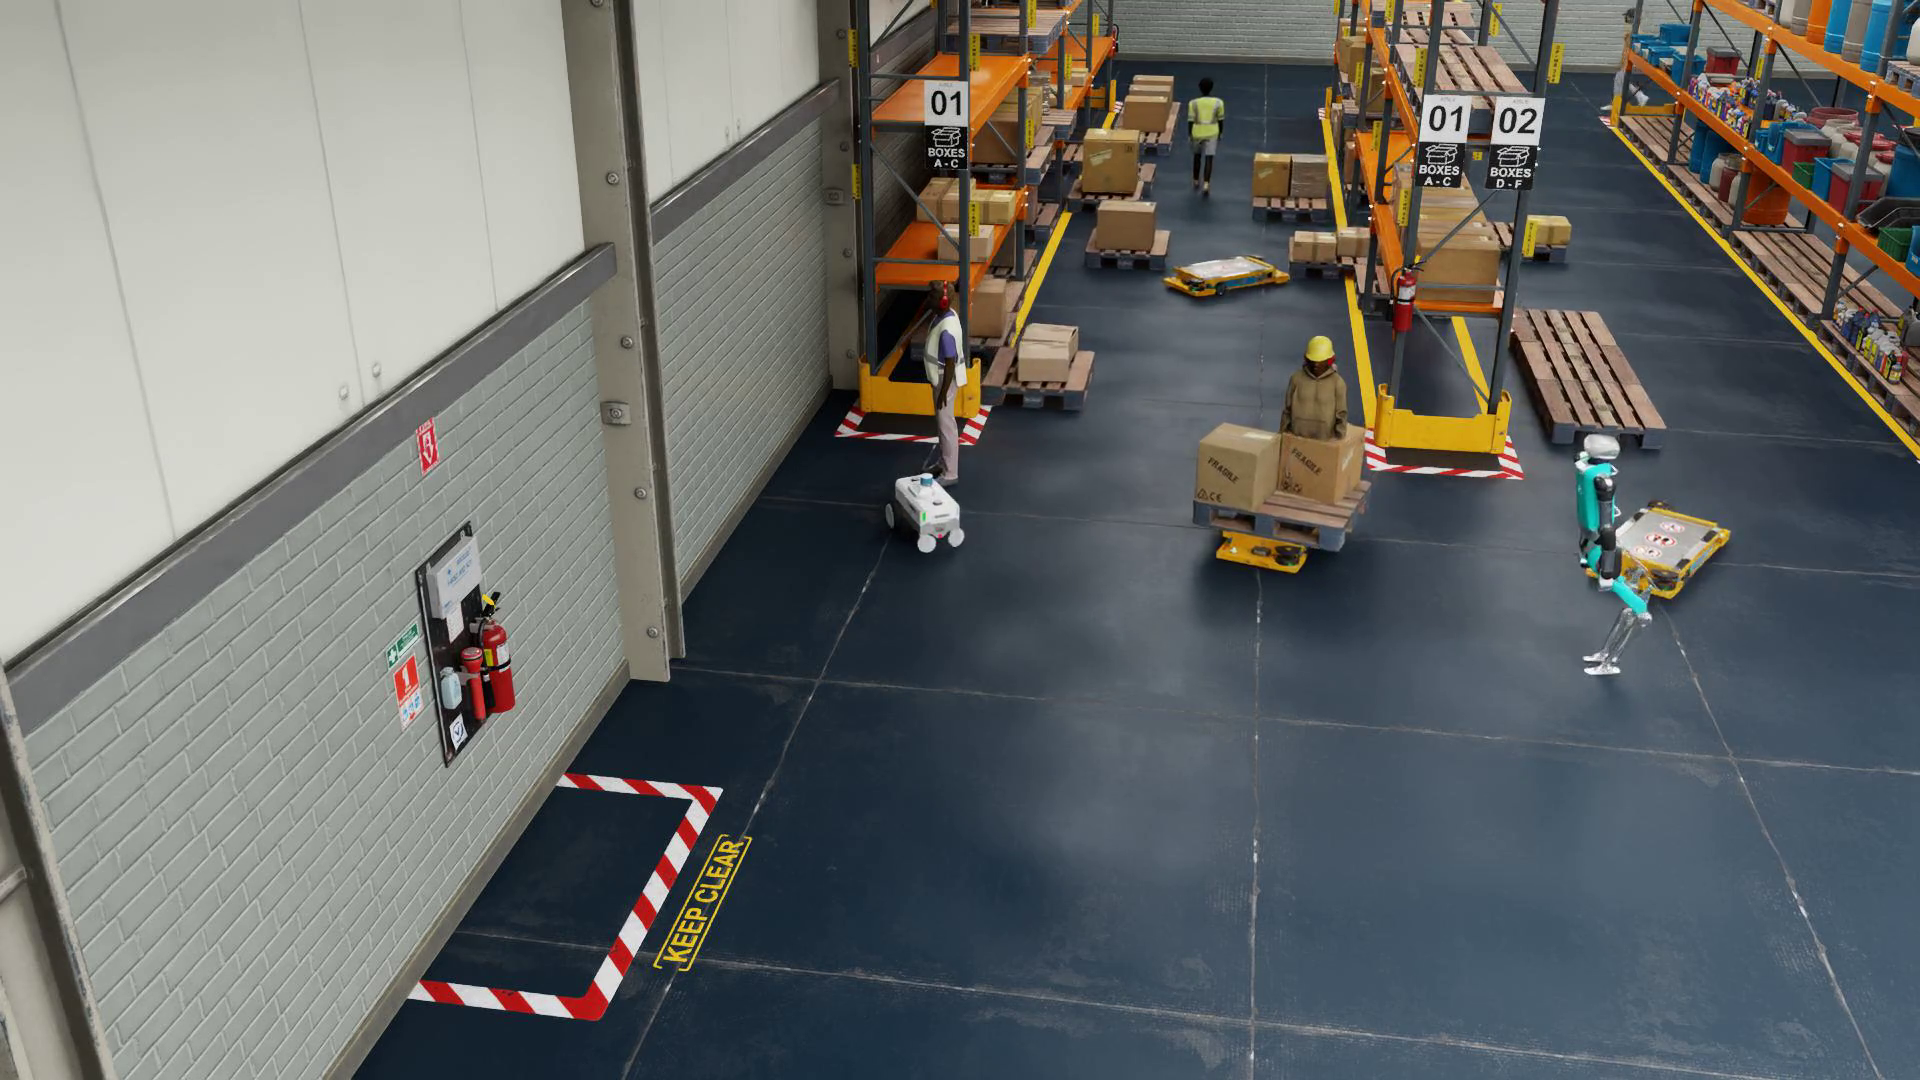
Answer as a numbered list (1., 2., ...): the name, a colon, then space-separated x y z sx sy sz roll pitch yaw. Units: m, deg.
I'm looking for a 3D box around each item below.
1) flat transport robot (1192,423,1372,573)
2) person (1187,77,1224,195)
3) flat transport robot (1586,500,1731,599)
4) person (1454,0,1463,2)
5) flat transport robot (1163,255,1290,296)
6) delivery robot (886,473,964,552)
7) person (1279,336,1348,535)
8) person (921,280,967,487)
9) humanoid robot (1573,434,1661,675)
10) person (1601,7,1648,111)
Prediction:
1. flat transport robot: 2.640 -0.130 13.635 0.659 0.231 1.431 12 28 24
2. person: 3.597 -5.947 24.439 0.530 1.655 0.852 5 25 10
3. flat transport robot: 5.568 0.067 13.215 0.659 0.231 1.431 19 31 35
4. person: 9.400 -9.391 31.687 0.524 1.768 0.326 16 29 30
5. flat transport robot: 3.250 -3.211 20.231 1.431 0.231 0.659 -13 28 -26
6. delivery robot: -0.265 -0.264 13.576 0.524 0.587 0.754 -9 27 -19
7. person: 2.826 -0.807 13.328 0.541 1.757 0.414 10 27 21
8. person: -0.137 -1.359 14.400 0.390 1.850 0.565 -3 25 -6
9. humanoid robot: 4.515 0.115 11.362 0.809 1.743 0.532 0 25 0
10. person: 12.112 -8.645 30.001 0.712 1.838 0.529 12 28 25
